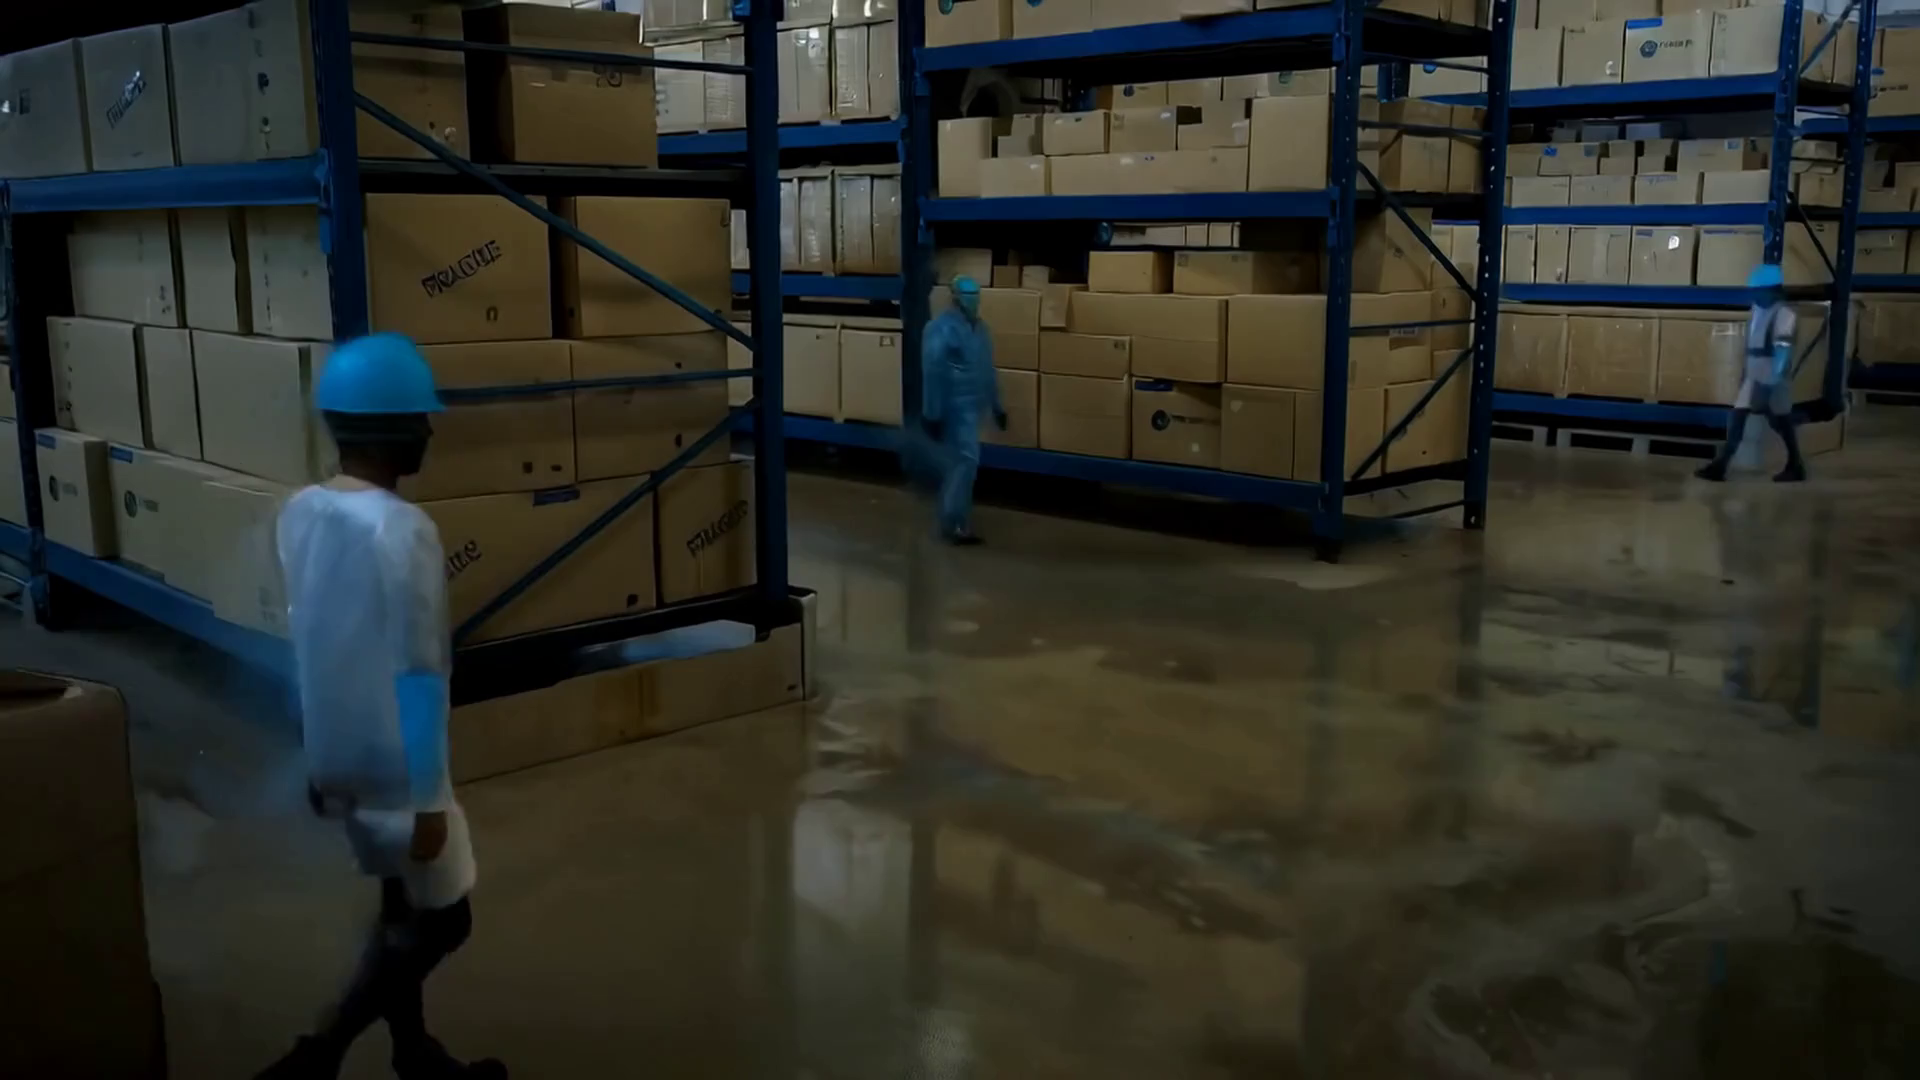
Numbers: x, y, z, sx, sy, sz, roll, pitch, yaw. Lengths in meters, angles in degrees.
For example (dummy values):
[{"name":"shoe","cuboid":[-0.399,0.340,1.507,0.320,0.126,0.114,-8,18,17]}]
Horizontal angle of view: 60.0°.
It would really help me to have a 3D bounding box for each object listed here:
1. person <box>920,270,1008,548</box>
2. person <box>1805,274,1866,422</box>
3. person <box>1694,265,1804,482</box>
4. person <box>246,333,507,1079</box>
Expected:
[{"name":"person","cuboid":[0.070,-0.896,11.441,0.527,1.891,0.655,7,13,34]},{"name":"person","cuboid":[9.834,-2.156,18.741,0.584,1.720,0.723,1,10,7]},{"name":"person","cuboid":[6.915,-1.413,14.305,1.039,1.875,0.562,-3,11,-14]},{"name":"person","cuboid":[-1.365,0.499,3.773,0.547,1.921,0.655,8,13,38]}]
